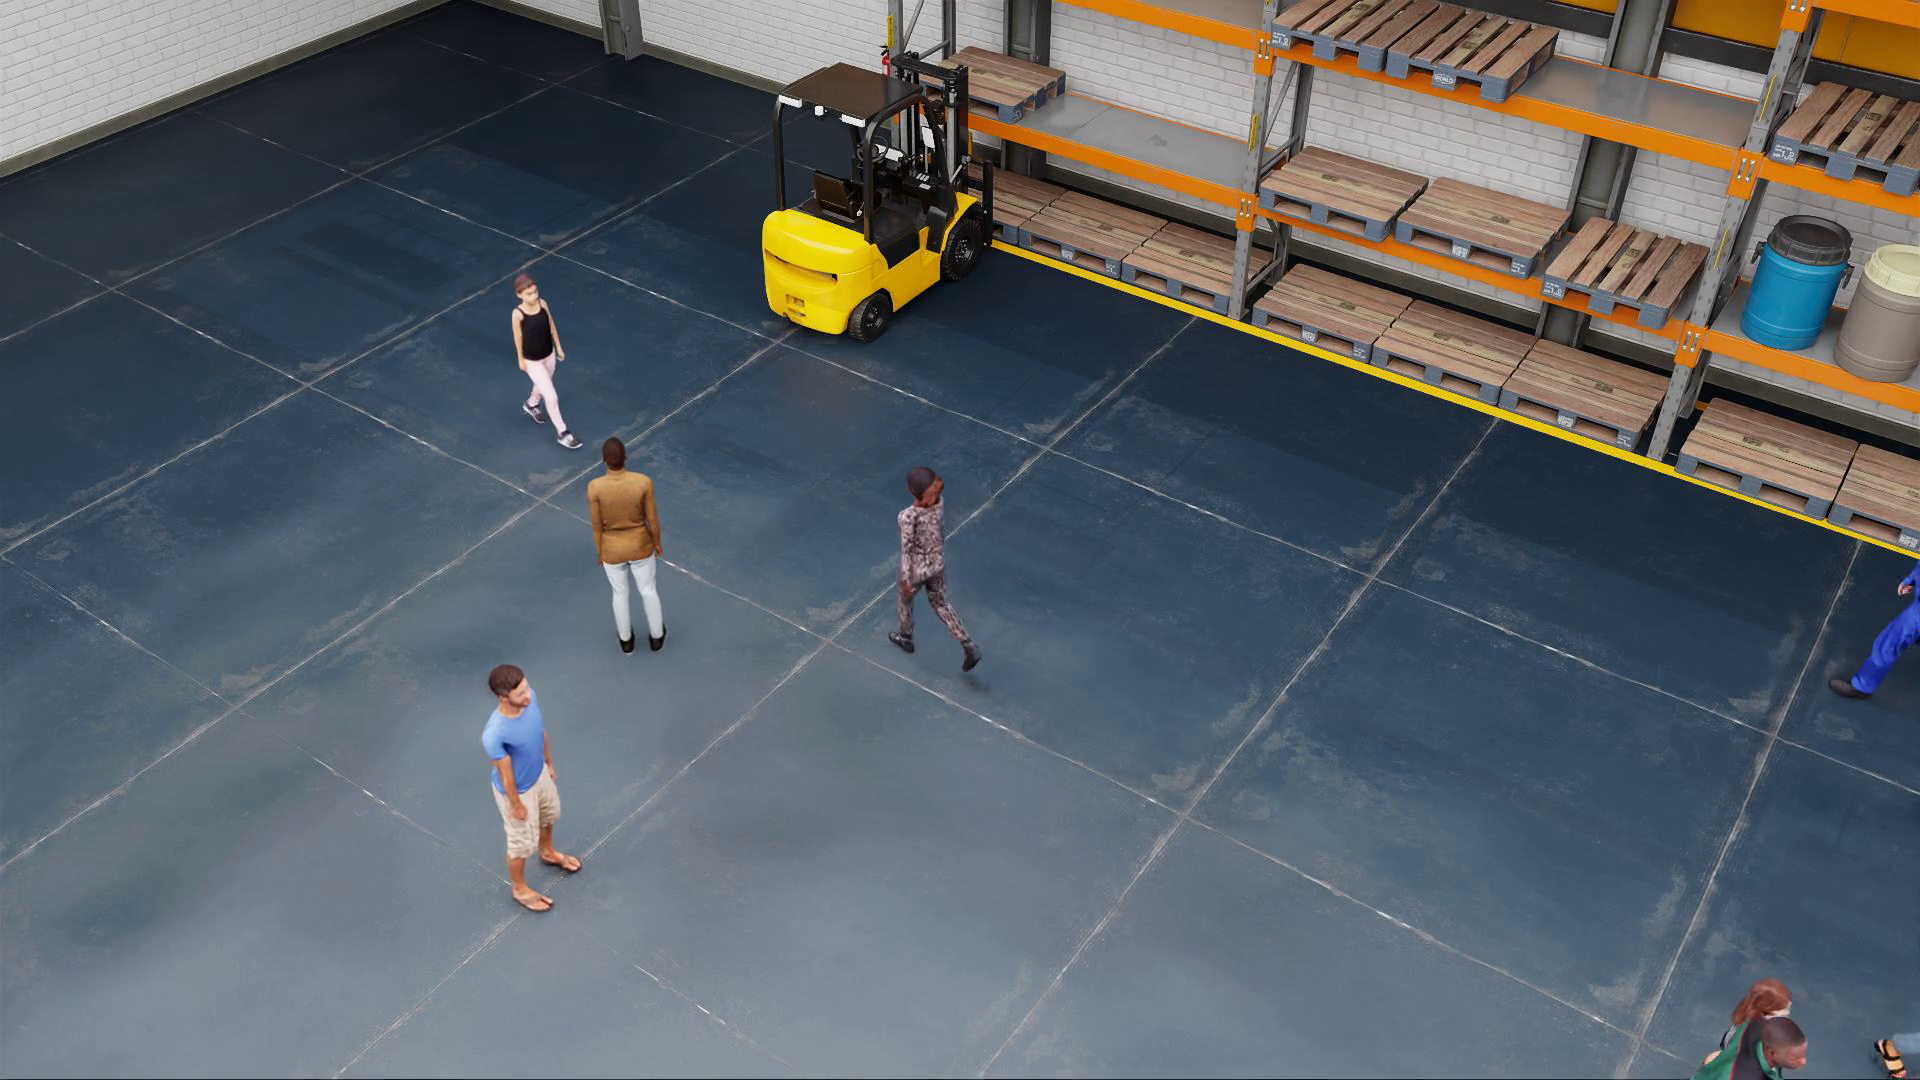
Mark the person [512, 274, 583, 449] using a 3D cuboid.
[{"bbox_3d":[-3.577,-1.548,13.977,1.027,1.529,0.561,27,46,29],"label":"person"}]

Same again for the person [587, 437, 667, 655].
[{"bbox_3d":[-2.350,0.052,11.743,0.705,1.817,0.752,-9,39,-11],"label":"person"}]

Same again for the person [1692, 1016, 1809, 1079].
[{"bbox_3d":[3.665,2.870,8.253,1.227,1.769,0.784,18,42,21],"label":"person"}]

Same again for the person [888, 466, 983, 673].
[{"bbox_3d":[-0.188,0.239,11.612,1.109,1.689,0.701,32,48,33],"label":"person"}]

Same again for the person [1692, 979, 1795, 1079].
[{"bbox_3d":[4.227,2.703,9.004,0.556,1.092,0.523,23,44,26],"label":"person"}]

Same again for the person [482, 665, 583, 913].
[{"bbox_3d":[-2.633,1.440,9.972,0.665,1.858,0.703,14,41,17],"label":"person"}]

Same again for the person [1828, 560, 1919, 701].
[{"bbox_3d":[6.668,0.481,11.228,1.214,1.789,0.842,19,42,22],"label":"person"}]
